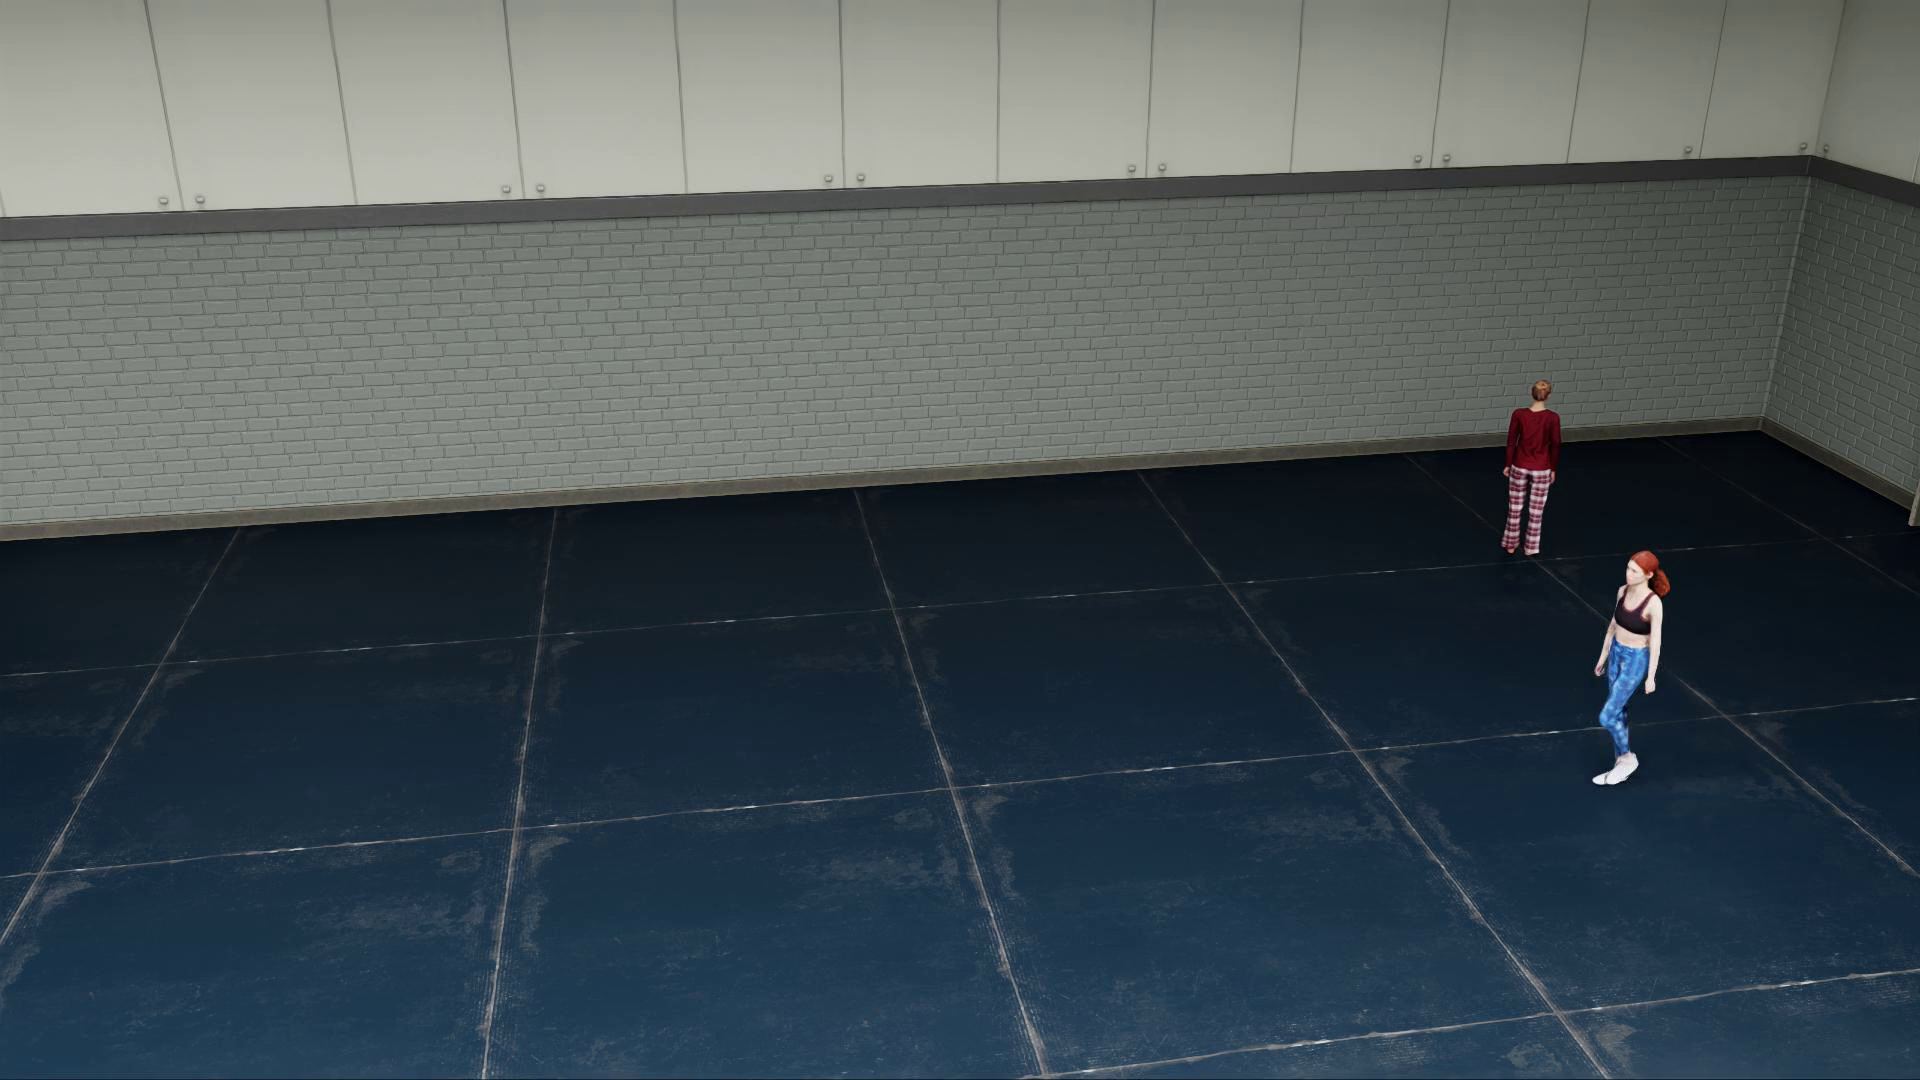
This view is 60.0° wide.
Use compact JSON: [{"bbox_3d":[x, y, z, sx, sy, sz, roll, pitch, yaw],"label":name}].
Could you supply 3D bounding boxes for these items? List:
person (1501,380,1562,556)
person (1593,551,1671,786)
[{"bbox_3d":[5.250,-0.676,15.286,0.684,1.697,0.693,10,25,22],"label":"person"},{"bbox_3d":[4.682,0.896,11.488,0.632,1.776,0.569,-5,24,-12],"label":"person"}]
